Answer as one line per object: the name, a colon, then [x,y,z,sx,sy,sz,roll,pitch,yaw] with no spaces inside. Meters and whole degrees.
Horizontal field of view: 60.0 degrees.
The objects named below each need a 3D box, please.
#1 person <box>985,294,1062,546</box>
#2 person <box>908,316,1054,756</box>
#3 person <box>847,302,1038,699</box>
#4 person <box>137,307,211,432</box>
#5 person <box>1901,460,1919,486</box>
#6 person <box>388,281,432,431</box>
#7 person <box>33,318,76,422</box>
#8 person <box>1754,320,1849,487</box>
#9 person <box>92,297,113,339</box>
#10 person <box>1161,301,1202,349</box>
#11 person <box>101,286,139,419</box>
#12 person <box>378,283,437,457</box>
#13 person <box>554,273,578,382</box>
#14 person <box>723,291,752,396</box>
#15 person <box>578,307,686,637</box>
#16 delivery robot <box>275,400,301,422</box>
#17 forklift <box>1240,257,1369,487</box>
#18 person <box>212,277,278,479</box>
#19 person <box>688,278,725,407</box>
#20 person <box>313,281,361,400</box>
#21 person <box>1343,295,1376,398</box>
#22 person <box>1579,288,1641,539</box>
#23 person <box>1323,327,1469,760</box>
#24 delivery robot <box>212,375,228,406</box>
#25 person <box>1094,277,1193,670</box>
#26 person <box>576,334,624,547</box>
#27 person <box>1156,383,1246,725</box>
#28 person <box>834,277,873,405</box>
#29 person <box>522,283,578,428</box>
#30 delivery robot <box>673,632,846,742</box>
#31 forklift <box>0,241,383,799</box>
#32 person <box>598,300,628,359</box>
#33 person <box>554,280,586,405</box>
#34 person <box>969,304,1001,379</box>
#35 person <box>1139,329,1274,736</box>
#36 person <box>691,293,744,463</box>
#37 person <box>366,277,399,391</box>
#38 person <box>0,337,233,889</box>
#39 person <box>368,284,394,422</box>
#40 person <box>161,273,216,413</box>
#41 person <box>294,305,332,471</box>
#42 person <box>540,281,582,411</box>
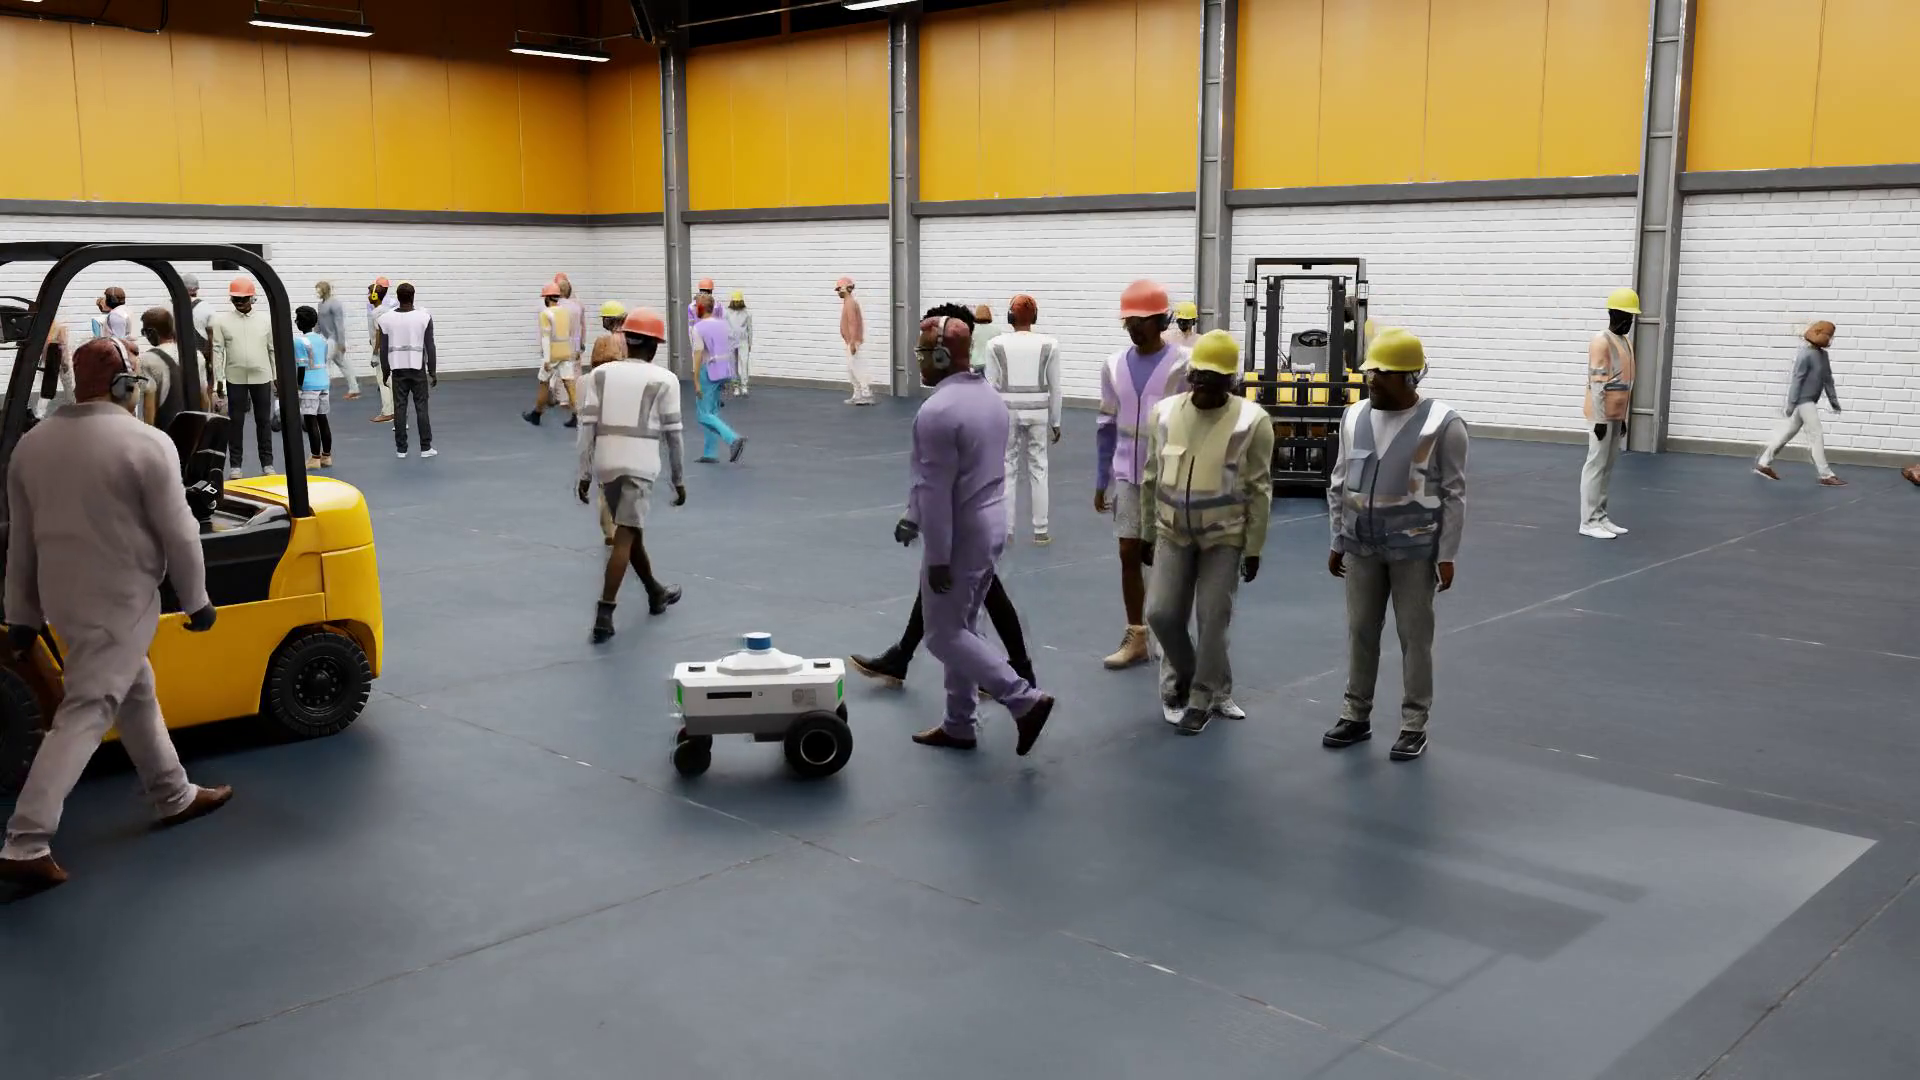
person: [0.471,-0.889,12.445,0.583,1.883,0.350,0,9,0]
person: [0.077,0.012,6.938,0.651,1.886,0.641,5,10,26]
person: [-0.058,-0.175,8.002,0.980,1.907,0.607,1,9,5]
person: [-5.478,-0.722,11.719,0.556,1.815,0.531,7,12,38]
person: [9.327,-1.361,15.466,0.645,1.843,1.050,-1,9,-9]
person: [-7.036,-2.344,21.257,0.585,1.920,0.374,0,9,0]
person: [-12.313,-2.401,22.617,0.554,1.591,0.884,1,9,7]
person: [8.153,-1.329,16.065,0.511,1.587,0.881,-9,13,-44]
person: [-12.917,-2.855,25.242,0.306,1.640,0.522,4,10,24]
person: [2.171,-1.427,16.119,0.523,1.763,0.329,1,9,7]
person: [-10.975,-2.382,21.733,0.429,1.844,0.627,-2,9,-12]
person: [-6.068,-1.862,18.301,0.591,1.918,0.383,-1,9,-7]
person: [-7.246,-3.877,30.409,0.621,2.009,0.981,-7,12,-37]
person: [-3.613,-3.172,26.993,0.489,1.697,0.897,-1,9,-6]
person: [-1.891,-0.401,9.580,0.551,1.848,1.077,3,10,15]
delivery robot: [-8.455,-1.718,21.281,0.477,0.478,0.707,1,10,5]
forklift: [3.309,-1.629,16.029,1.214,2.155,2.313,2,9,11]
person: [-7.032,-1.593,16.429,0.621,1.990,0.391,-5,10,-28]
person: [-3.784,-2.948,24.905,0.545,1.938,0.359,1,9,7]
person: [-9.950,-3.119,26.119,1.055,1.871,0.636,-7,12,-38]
person: [4.222,-1.655,17.396,0.726,1.805,0.700,6,11,33]
person: [5.035,-0.977,12.866,0.383,1.922,0.587,8,12,39]
person: [1.829,0.015,7.065,0.597,1.828,0.403,8,12,40]
delivery robot: [-10.474,-2.115,23.736,0.477,0.478,0.707,-1,9,-7]
person: [0.962,-0.332,8.574,0.633,2.025,0.419,7,12,36]
person: [-2.538,-0.698,12.127,0.500,1.603,0.765,-1,9,-4]
person: [1.126,0.020,7.616,0.513,1.640,0.309,-3,10,-18]
person: [-1.642,-3.035,25.416,0.574,1.953,0.656,-1,9,-4]
person: [-5.344,-2.421,21.826,0.980,1.880,0.579,6,11,33]
delivery robot: [-0.834,0.628,6.916,0.707,0.478,0.477,-1,9,-7]
forklift: [-3.706,-0.171,7.093,1.214,2.155,2.313,9,13,43]
person: [-3.311,-1.422,16.070,0.320,1.769,0.523,2,9,9]
person: [-6.044,-3.016,25.424,0.651,1.904,0.401,-6,11,-32]
person: [0.302,-2.325,22.082,0.504,1.601,0.808,2,9,12]
person: [1.078,-0.029,7.392,0.617,1.811,0.431,5,10,28]
person: [-2.585,-1.693,17.573,0.647,1.829,0.570,4,10,25]
person: [-9.737,-3.481,28.168,0.542,1.939,0.364,-3,10,-15]
person: [-2.999,0.227,5.770,0.620,1.847,1.071,4,10,24]
person: [-7.867,-2.531,22.556,0.325,1.871,0.524,0,9,-2]
person: [-9.963,-2.451,21.540,0.691,2.000,0.537,-2,10,-15]
person: [-6.688,-1.562,17.140,0.318,1.697,0.535,1,9,7]
person: [-5.813,-2.803,24.122,0.638,1.904,0.732,1,9,8]
